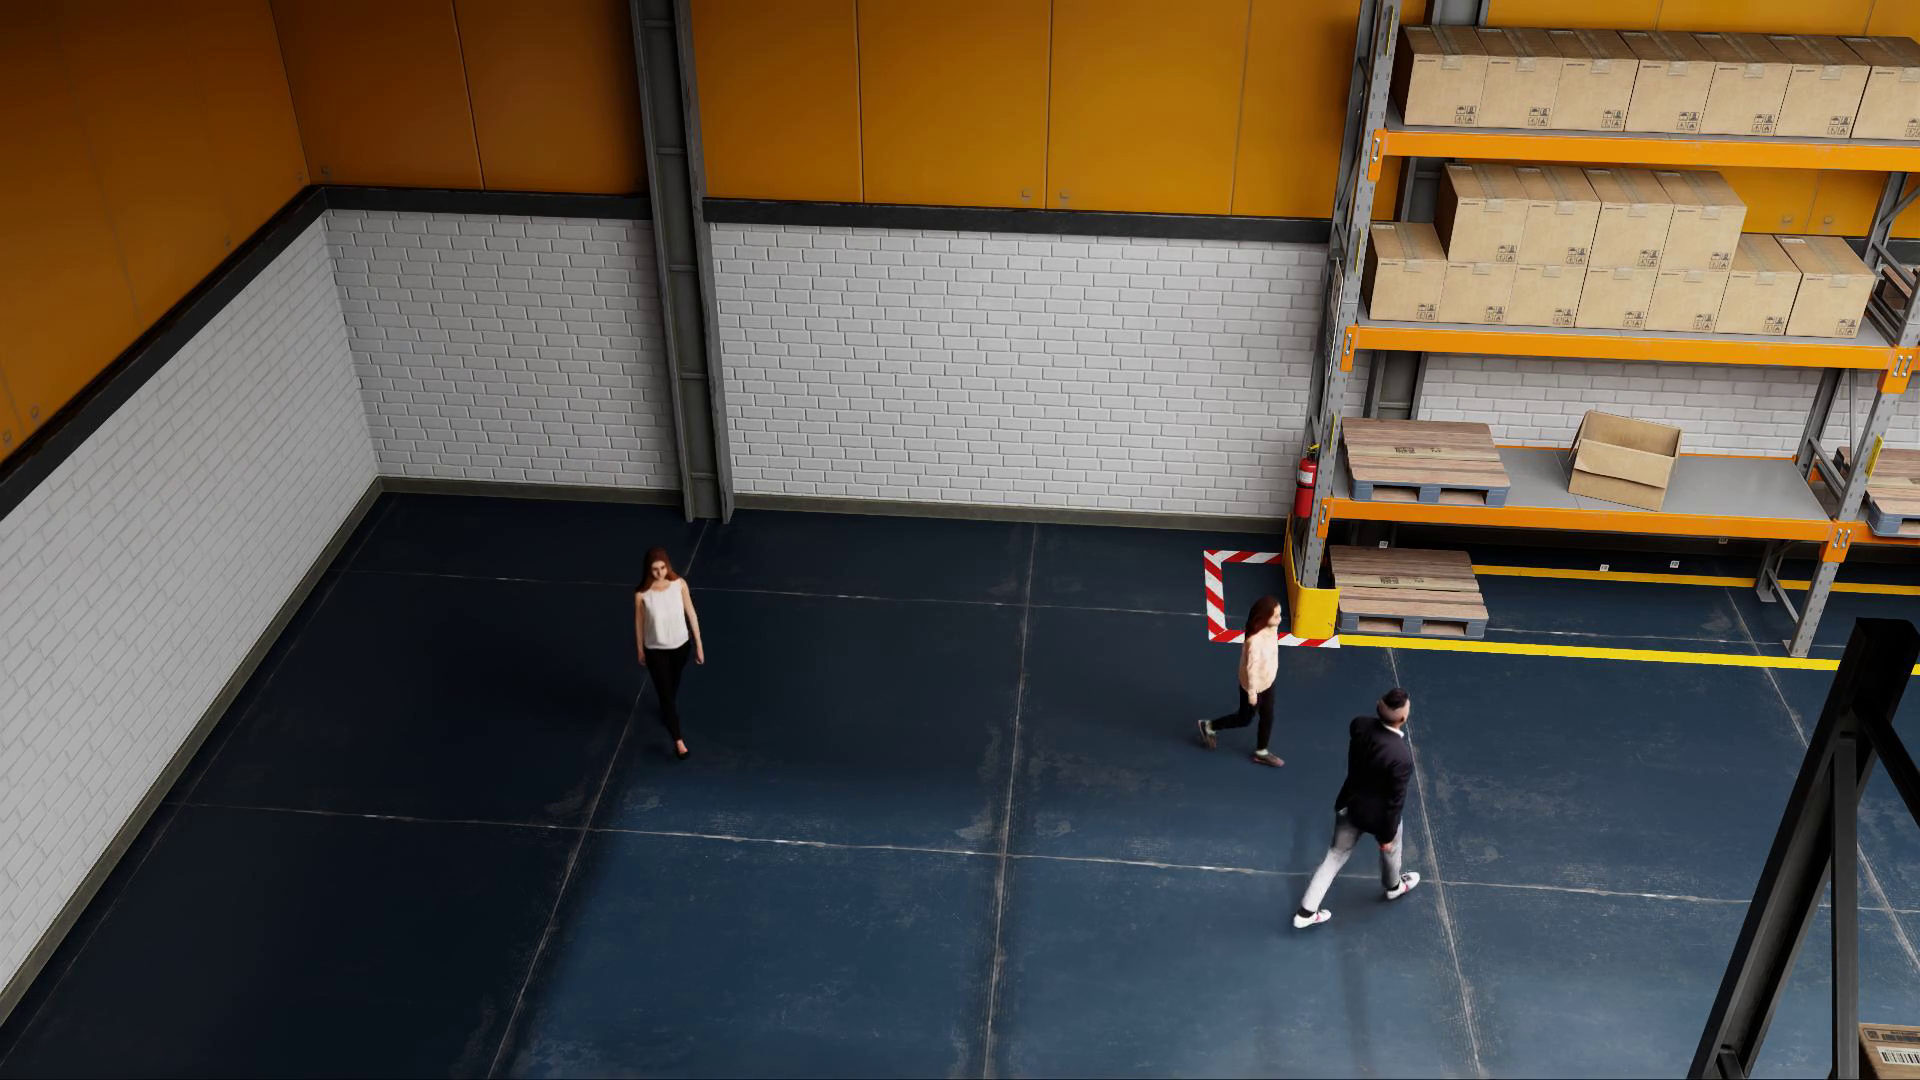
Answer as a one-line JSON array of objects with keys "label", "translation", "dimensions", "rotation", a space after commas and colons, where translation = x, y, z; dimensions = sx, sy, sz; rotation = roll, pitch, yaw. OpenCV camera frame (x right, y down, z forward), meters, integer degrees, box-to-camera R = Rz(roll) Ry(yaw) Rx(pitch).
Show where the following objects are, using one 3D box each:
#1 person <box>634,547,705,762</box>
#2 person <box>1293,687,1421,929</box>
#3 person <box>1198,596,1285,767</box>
[{"label": "person", "translation": [-2.202, 0.740, 12.359], "dimensions": [1.059, 1.686, 0.997], "rotation": [-14, 36, -20]}, {"label": "person", "translation": [2.535, 1.746, 10.653], "dimensions": [1.353, 1.899, 1.208], "rotation": [-19, 38, -26]}, {"label": "person", "translation": [2.109, 1.022, 12.135], "dimensions": [0.979, 1.464, 0.828], "rotation": [22, 39, 29]}]
